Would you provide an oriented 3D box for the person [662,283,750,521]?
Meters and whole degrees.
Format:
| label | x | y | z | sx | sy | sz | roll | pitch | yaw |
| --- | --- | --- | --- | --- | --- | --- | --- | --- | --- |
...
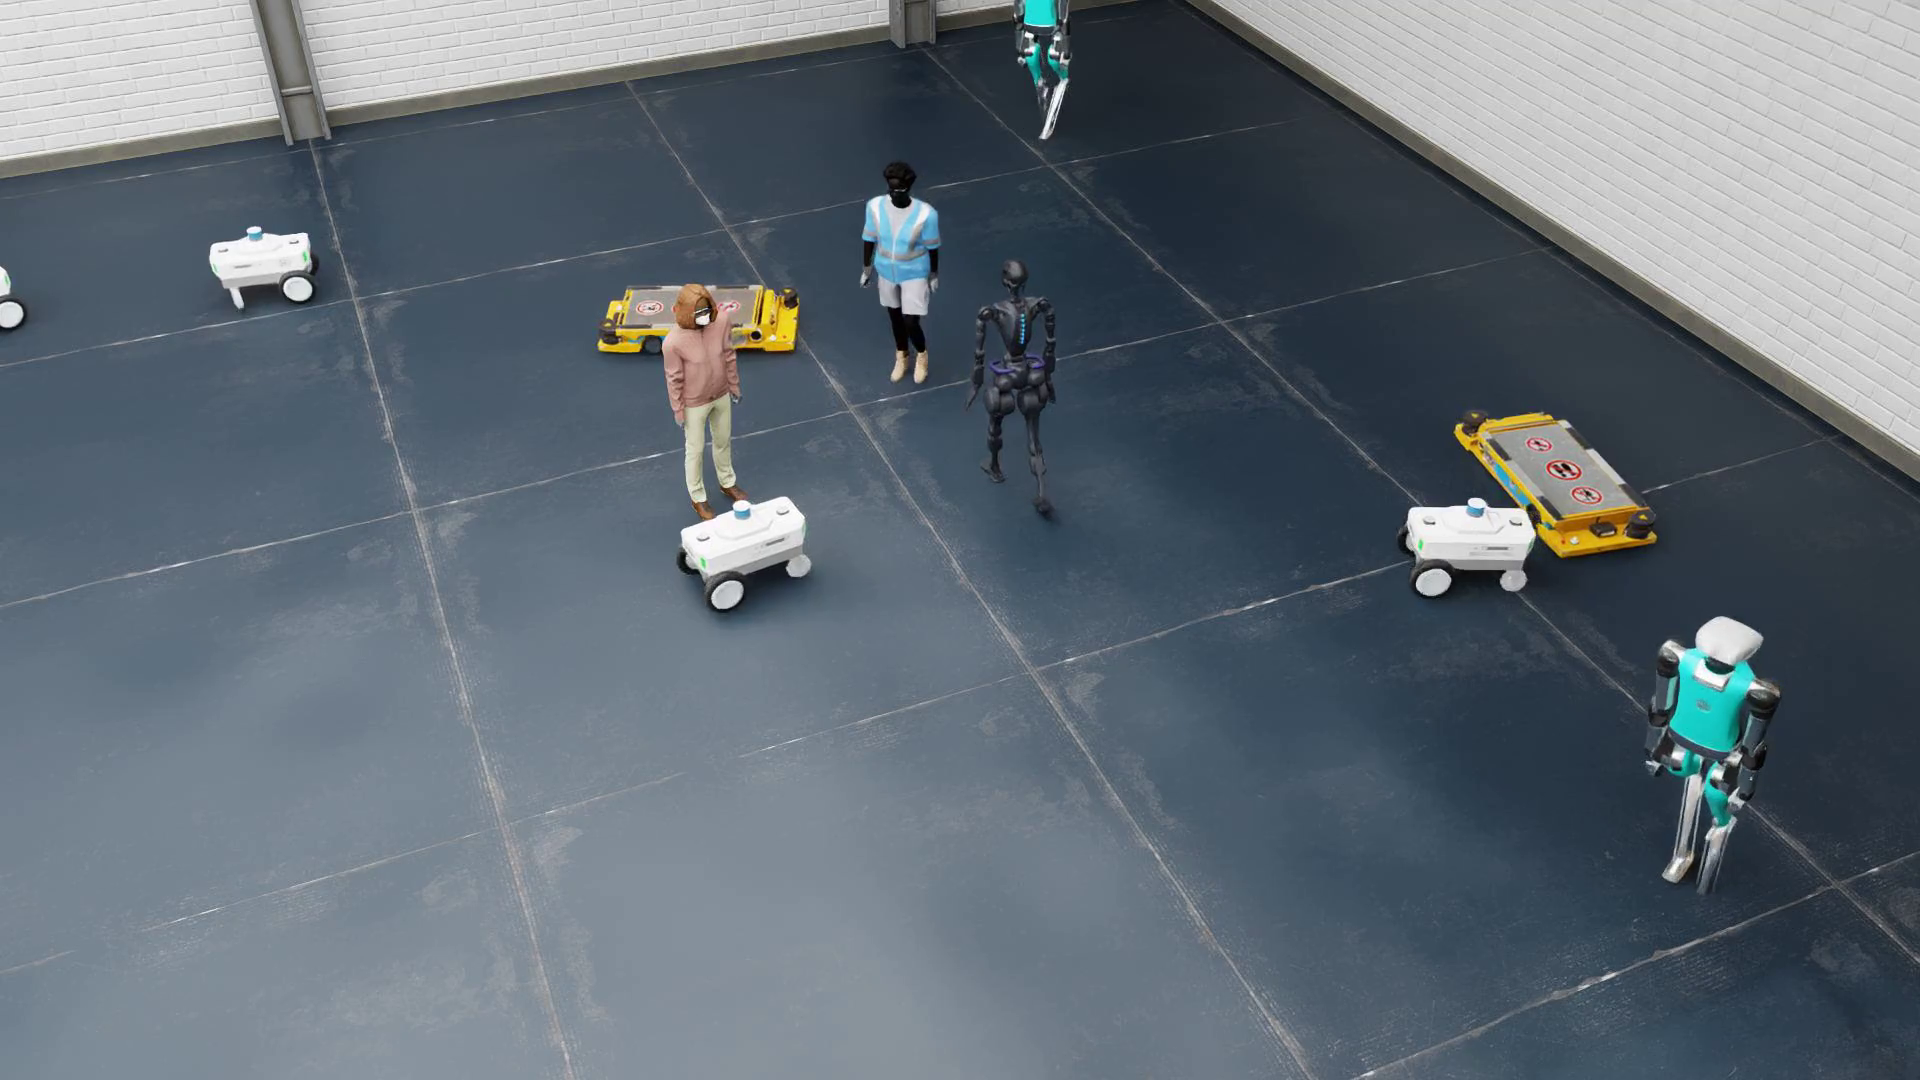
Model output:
| label | x | y | z | sx | sy | sz | roll | pitch | yaw |
| --- | --- | --- | --- | --- | --- | --- | --- | --- | --- |
| person | -1.570 | -0.866 | 10.285 | 0.496 | 1.625 | 0.280 | -30 | 47 | -33 |

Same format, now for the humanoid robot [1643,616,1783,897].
| label | x | y | z | sx | sy | sz | roll | pitch | yaw |
| --- | --- | --- | --- | --- | --- | --- | --- | --- | --- |
| humanoid robot | 3.515 | 1.006 | 7.812 | 0.555 | 1.828 | 0.800 | 30 | 47 | 33 |

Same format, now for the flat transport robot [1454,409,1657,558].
| label | x | y | z | sx | sy | sz | roll | pitch | yaw |
| --- | --- | --- | --- | --- | --- | --- | --- | --- | --- |
| flat transport robot | 3.851 | -0.410 | 10.807 | 0.659 | 0.231 | 1.431 | -8 | 38 | -11 |

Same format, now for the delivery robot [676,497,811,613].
| label | x | y | z | sx | sy | sz | roll | pitch | yaw |
| --- | --- | --- | --- | --- | --- | --- | --- | --- | --- |
| delivery robot | -1.291 | 0.029 | 9.995 | 0.777 | 0.587 | 0.499 | -20 | 42 | -24 |

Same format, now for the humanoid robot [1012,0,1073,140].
| label | x | y | z | sx | sy | sz | roll | pitch | yaw |
| --- | --- | --- | --- | --- | --- | --- | --- | --- | --- |
| humanoid robot | 0.805 | -4.410 | 14.889 | 0.553 | 1.883 | 0.802 | 14 | 40 | 17 |

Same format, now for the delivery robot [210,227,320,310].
| label | x | y | z | sx | sy | sz | roll | pitch | yaw |
| --- | --- | --- | --- | --- | --- | --- | --- | --- | --- |
| delivery robot | -5.318 | -2.112 | 12.804 | 0.785 | 0.614 | 0.520 | -9 | 39 | -12 |

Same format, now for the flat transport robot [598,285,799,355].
| label | x | y | z | sx | sy | sz | roll | pitch | yaw |
| --- | --- | --- | --- | --- | --- | --- | --- | --- | --- |
| flat transport robot | -1.939 | -1.645 | 12.415 | 1.431 | 0.231 | 0.659 | -1 | 38 | -1 |

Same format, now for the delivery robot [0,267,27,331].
| label | x | y | z | sx | sy | sz | roll | pitch | yaw |
| --- | --- | --- | --- | --- | --- | --- | --- | --- | --- |
| delivery robot | -7.410 | -1.786 | 12.374 | 0.524 | 0.608 | 0.779 | 31 | 47 | 34 |

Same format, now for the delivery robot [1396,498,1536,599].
| label | x | y | z | sx | sy | sz | roll | pitch | yaw |
| --- | --- | --- | --- | --- | --- | --- | --- | --- | --- |
| delivery robot | 3.034 | 0.022 | 10.025 | 0.805 | 0.612 | 0.499 | 1 | 38 | 1 |

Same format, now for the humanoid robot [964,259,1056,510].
| label | x | y | z | sx | sy | sz | roll | pitch | yaw |
| --- | --- | --- | --- | --- | --- | --- | --- | --- | --- |
| humanoid robot | 0.348 | -0.949 | 10.396 | 0.600 | 1.622 | 0.745 | -12 | 39 | -16 |

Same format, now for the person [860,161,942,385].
| label | x | y | z | sx | sy | sz | roll | pitch | yaw |
| --- | --- | --- | --- | --- | --- | --- | --- | --- | --- |
| person | -0.412 | -1.828 | 11.487 | 0.539 | 1.684 | 0.390 | 14 | 40 | 18 |
